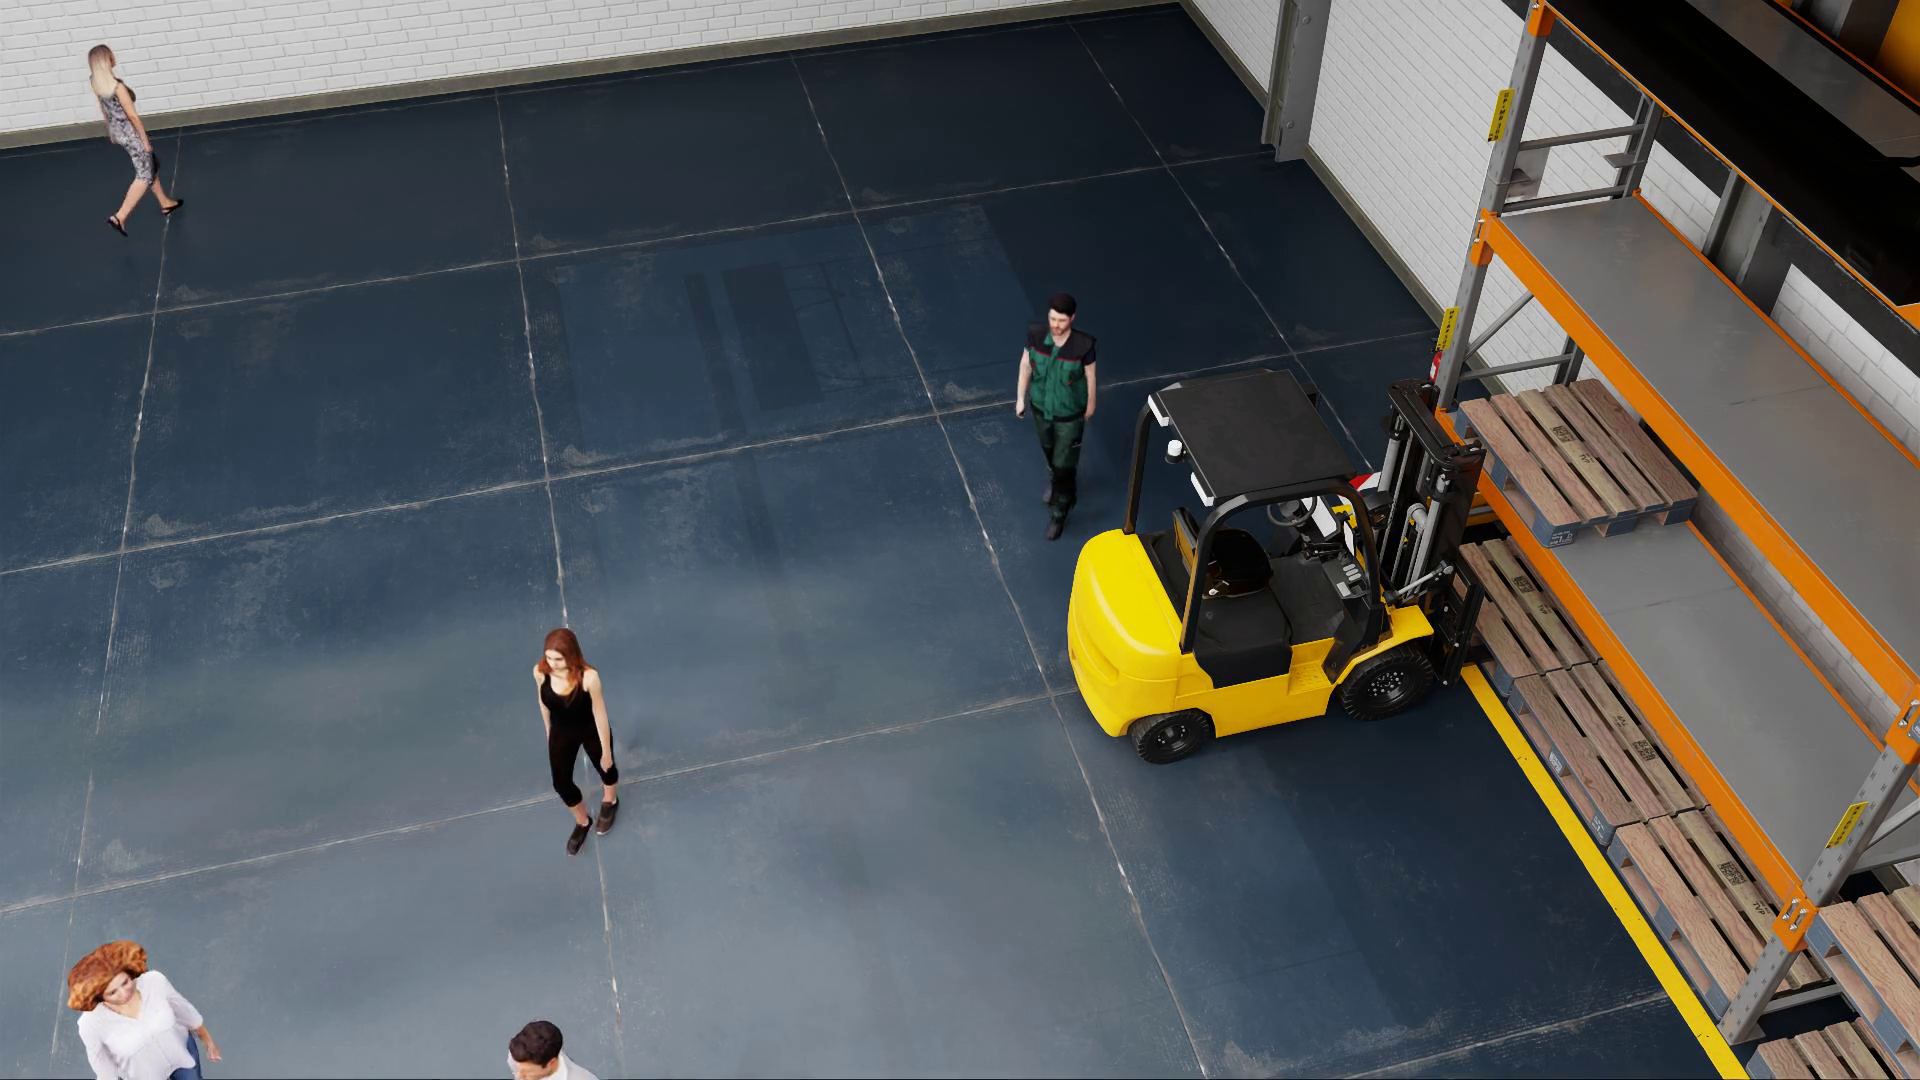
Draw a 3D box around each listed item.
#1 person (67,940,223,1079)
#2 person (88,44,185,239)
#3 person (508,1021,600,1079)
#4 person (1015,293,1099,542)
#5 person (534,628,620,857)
[{"bbox_3d":[-3.963,2.474,8.107,0.784,1.707,0.759,30,51,28],"label":"person"},{"bbox_3d":[-7.205,-3.395,14.286,1.021,1.681,1.075,22,48,21],"label":"person"},{"bbox_3d":[-1.694,2.743,7.706,1.258,1.871,1.311,22,48,22],"label":"person"},{"bbox_3d":[0.721,-0.985,11.618,0.994,1.873,1.068,21,47,20],"label":"person"},{"bbox_3d":[-2.149,1.053,9.592,0.755,1.716,0.831,8,44,8],"label":"person"}]
